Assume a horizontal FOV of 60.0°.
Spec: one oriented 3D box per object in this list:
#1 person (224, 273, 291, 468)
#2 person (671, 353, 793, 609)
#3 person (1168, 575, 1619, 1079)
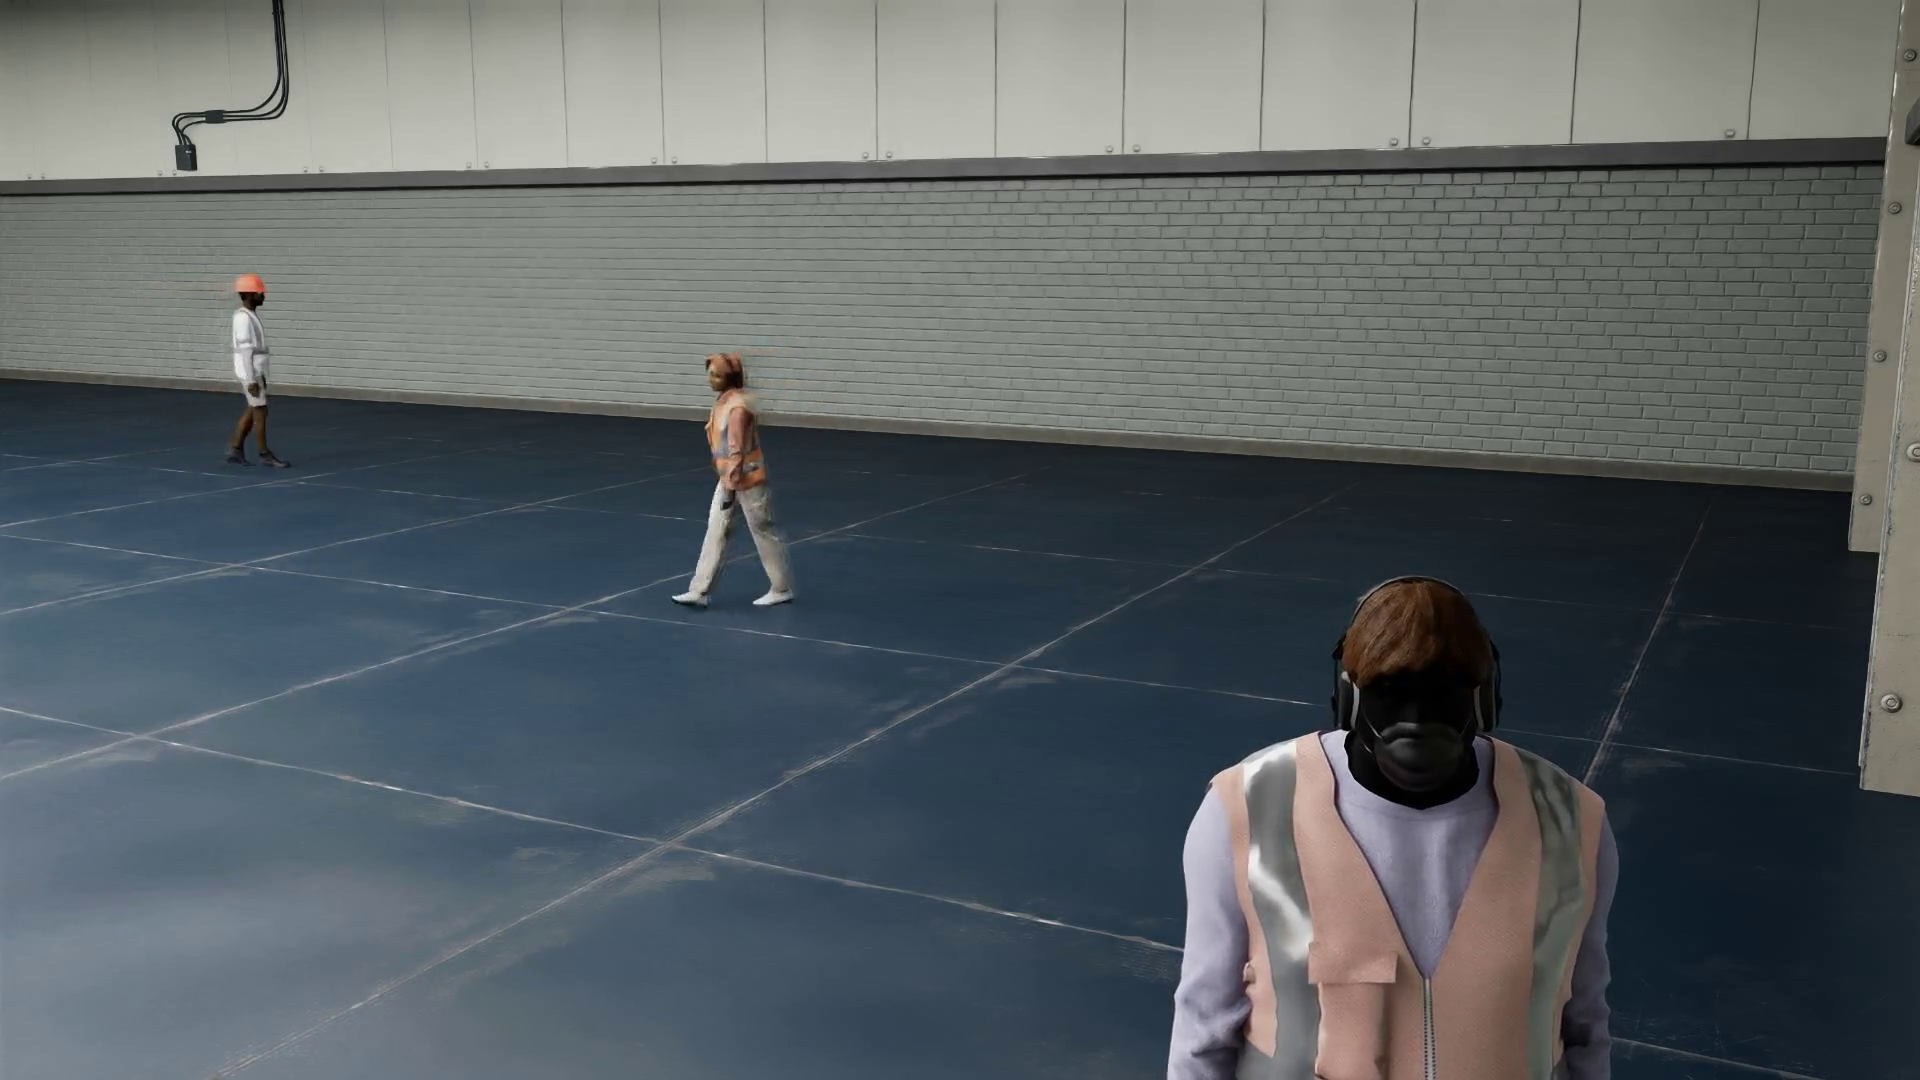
[{"bbox_3d":[-6.995,-1.651,16.431,0.532,1.958,0.549,-3,11,-16],"label":"person"},{"bbox_3d":[-1.389,-0.348,10.144,0.810,1.587,0.530,-5,12,-27],"label":"person"},{"bbox_3d":[0.617,0.951,2.400,0.634,1.841,0.429,1,10,3],"label":"person"}]
